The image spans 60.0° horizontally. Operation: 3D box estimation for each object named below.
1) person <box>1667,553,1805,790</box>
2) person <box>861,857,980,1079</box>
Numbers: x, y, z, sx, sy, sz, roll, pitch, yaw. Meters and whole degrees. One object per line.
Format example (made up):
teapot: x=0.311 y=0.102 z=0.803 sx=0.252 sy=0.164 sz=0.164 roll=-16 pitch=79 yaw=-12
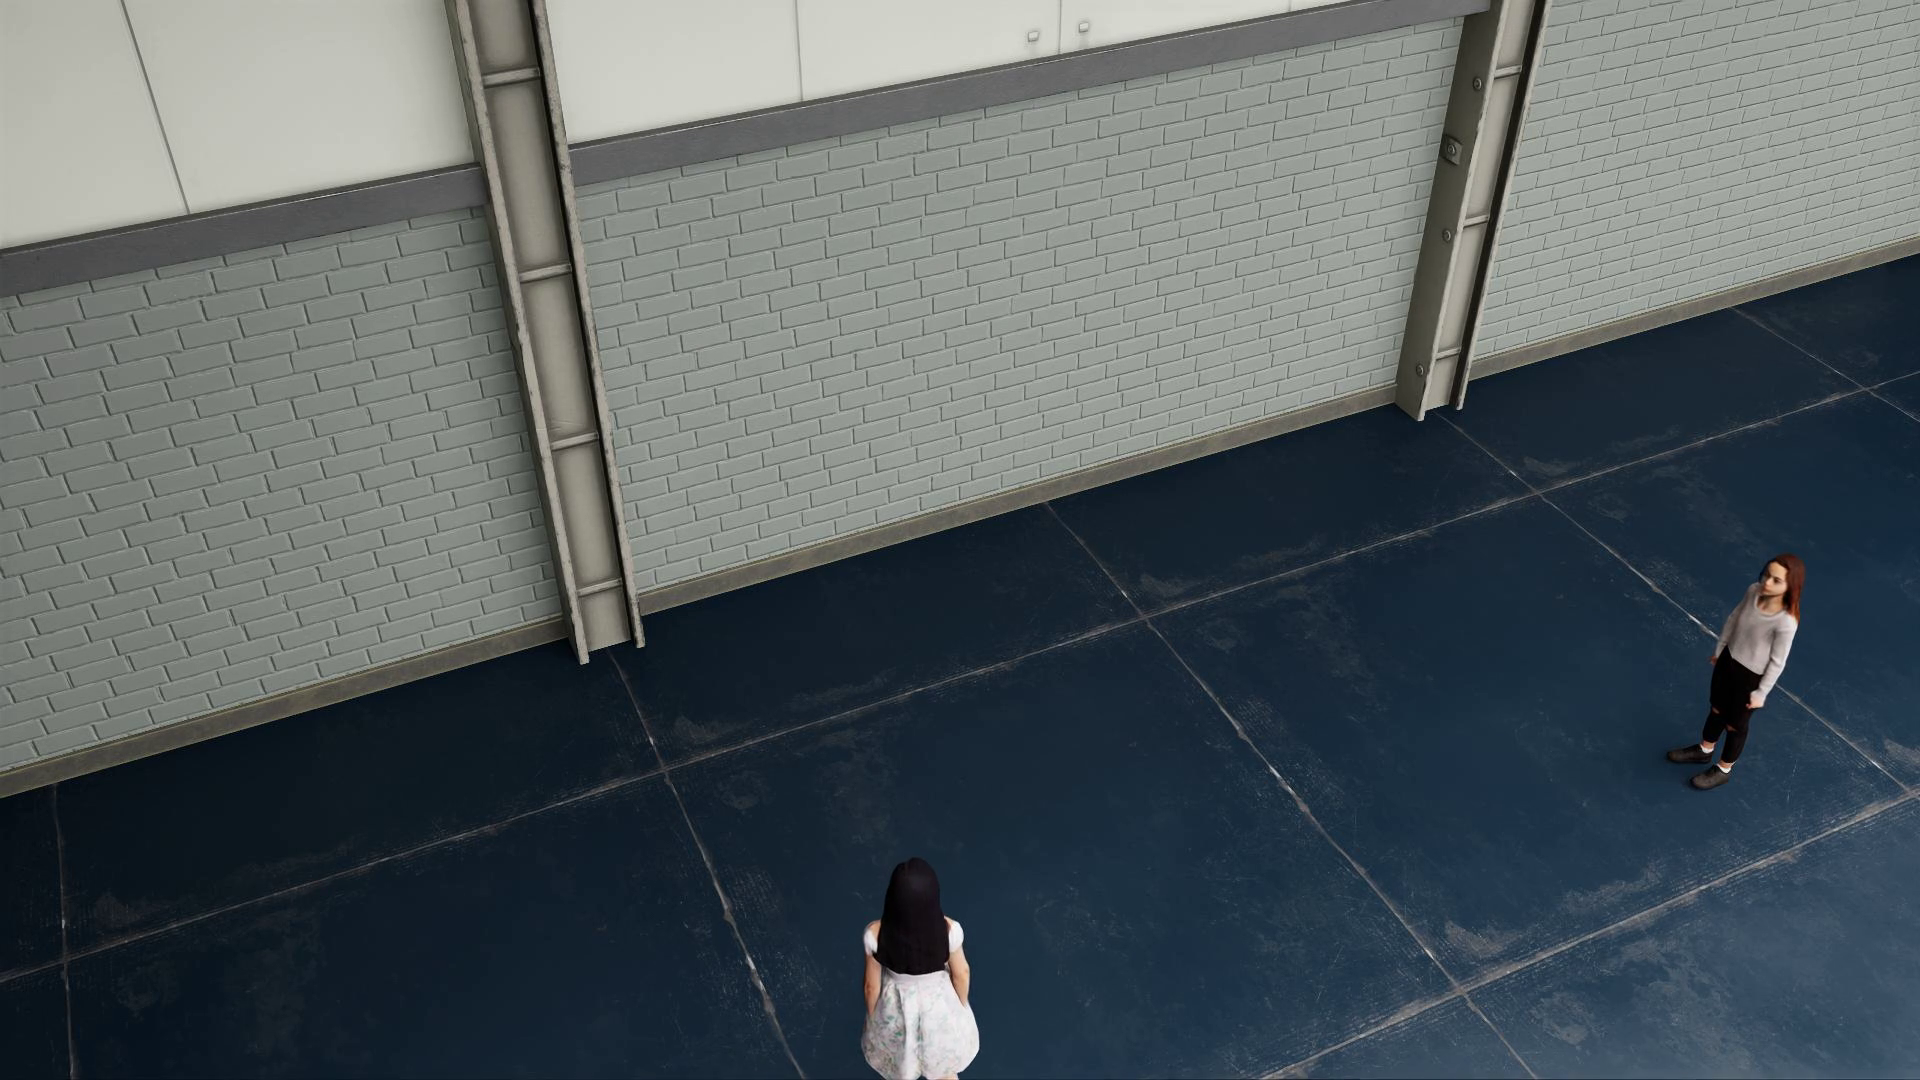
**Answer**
person: x=4.046 y=0.667 z=8.566 sx=0.550 sy=1.484 sz=0.587 roll=-8 pitch=39 yaw=-11
person: x=-0.173 y=1.924 z=6.724 sx=0.704 sy=1.774 sz=0.807 roll=-2 pitch=38 yaw=-3
